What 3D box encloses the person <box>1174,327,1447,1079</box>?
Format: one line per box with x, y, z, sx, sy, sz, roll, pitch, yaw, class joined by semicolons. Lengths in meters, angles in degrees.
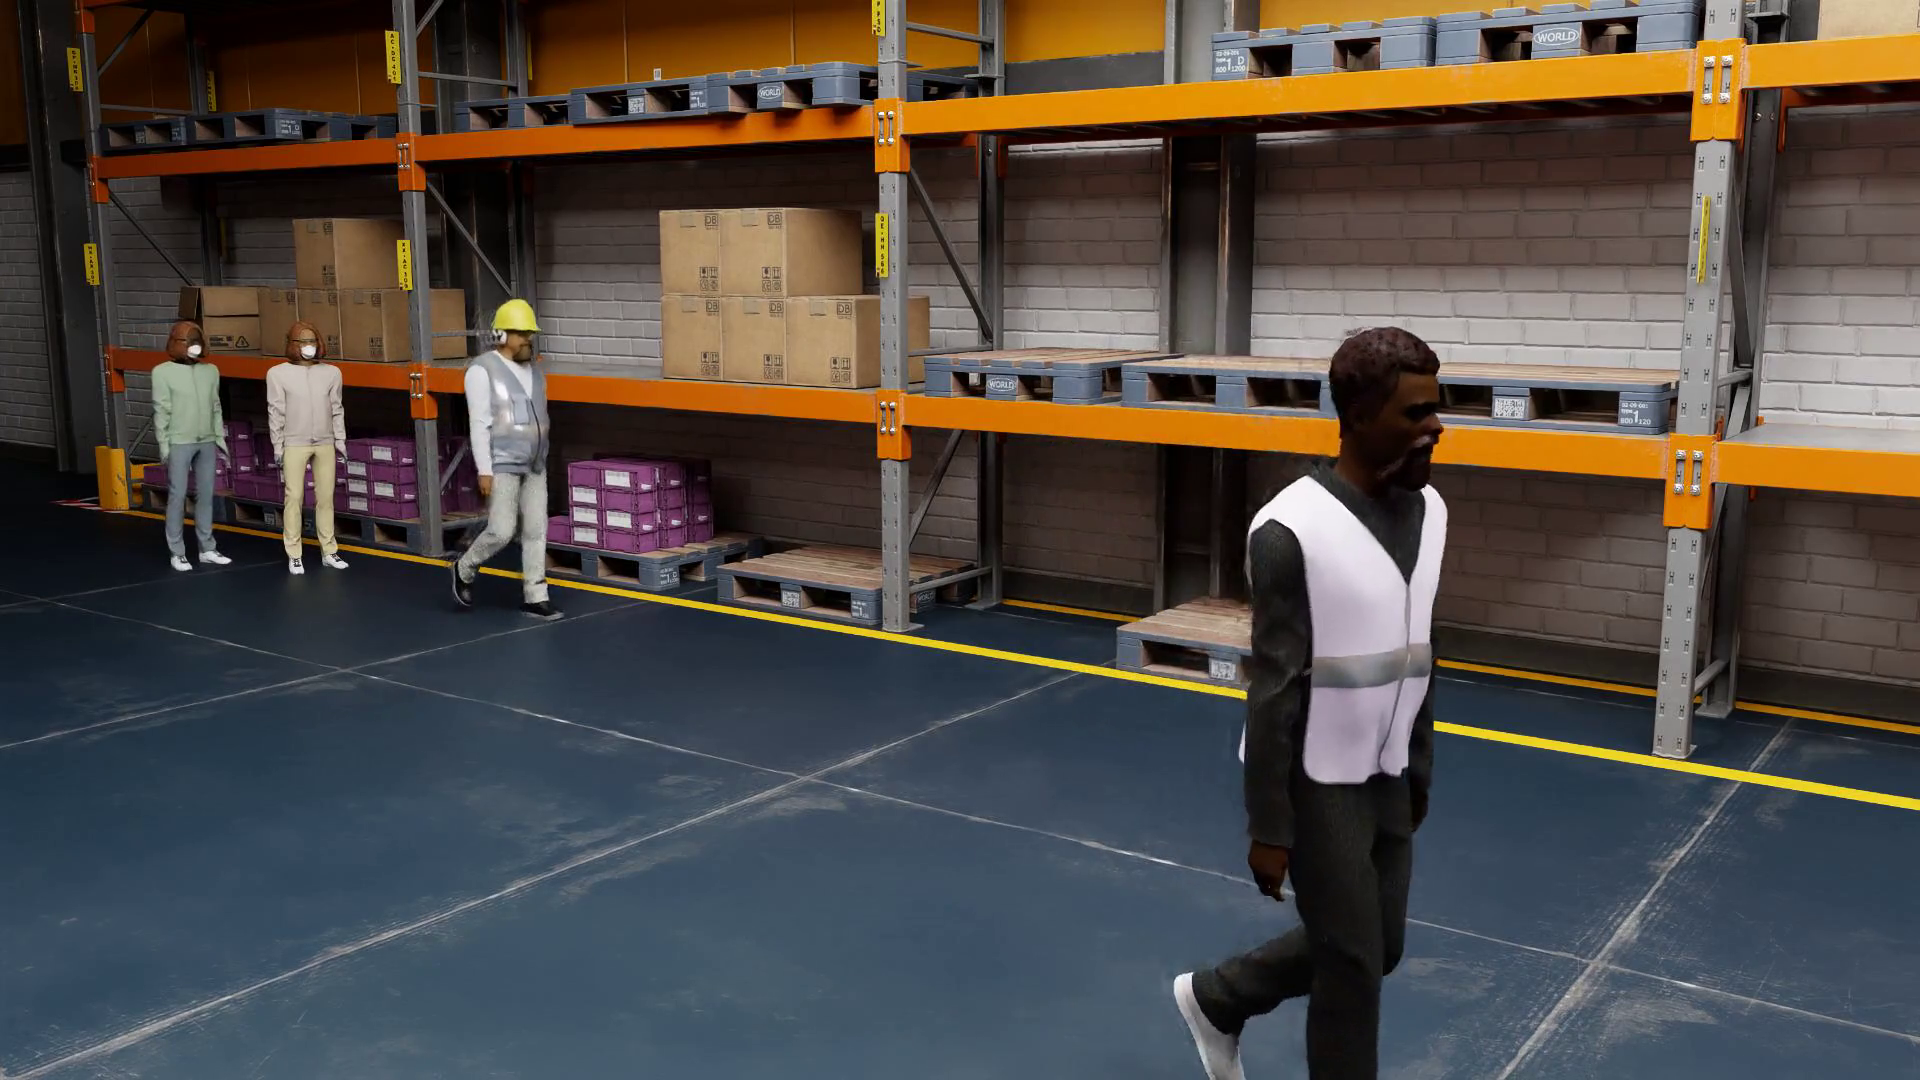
0.762;0.490;3.558;0.599;1.898;0.734;-9;13;-42;person

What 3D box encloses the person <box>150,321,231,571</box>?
-5.062;-0.622;10.958;0.268;1.631;0.507;5;11;29;person

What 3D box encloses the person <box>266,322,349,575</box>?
-4.236;-0.601;10.829;0.499;1.633;0.289;-9;13;-43;person

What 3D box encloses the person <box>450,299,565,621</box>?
-2.557;-0.446;9.367;0.641;1.815;0.608;5;11;29;person
